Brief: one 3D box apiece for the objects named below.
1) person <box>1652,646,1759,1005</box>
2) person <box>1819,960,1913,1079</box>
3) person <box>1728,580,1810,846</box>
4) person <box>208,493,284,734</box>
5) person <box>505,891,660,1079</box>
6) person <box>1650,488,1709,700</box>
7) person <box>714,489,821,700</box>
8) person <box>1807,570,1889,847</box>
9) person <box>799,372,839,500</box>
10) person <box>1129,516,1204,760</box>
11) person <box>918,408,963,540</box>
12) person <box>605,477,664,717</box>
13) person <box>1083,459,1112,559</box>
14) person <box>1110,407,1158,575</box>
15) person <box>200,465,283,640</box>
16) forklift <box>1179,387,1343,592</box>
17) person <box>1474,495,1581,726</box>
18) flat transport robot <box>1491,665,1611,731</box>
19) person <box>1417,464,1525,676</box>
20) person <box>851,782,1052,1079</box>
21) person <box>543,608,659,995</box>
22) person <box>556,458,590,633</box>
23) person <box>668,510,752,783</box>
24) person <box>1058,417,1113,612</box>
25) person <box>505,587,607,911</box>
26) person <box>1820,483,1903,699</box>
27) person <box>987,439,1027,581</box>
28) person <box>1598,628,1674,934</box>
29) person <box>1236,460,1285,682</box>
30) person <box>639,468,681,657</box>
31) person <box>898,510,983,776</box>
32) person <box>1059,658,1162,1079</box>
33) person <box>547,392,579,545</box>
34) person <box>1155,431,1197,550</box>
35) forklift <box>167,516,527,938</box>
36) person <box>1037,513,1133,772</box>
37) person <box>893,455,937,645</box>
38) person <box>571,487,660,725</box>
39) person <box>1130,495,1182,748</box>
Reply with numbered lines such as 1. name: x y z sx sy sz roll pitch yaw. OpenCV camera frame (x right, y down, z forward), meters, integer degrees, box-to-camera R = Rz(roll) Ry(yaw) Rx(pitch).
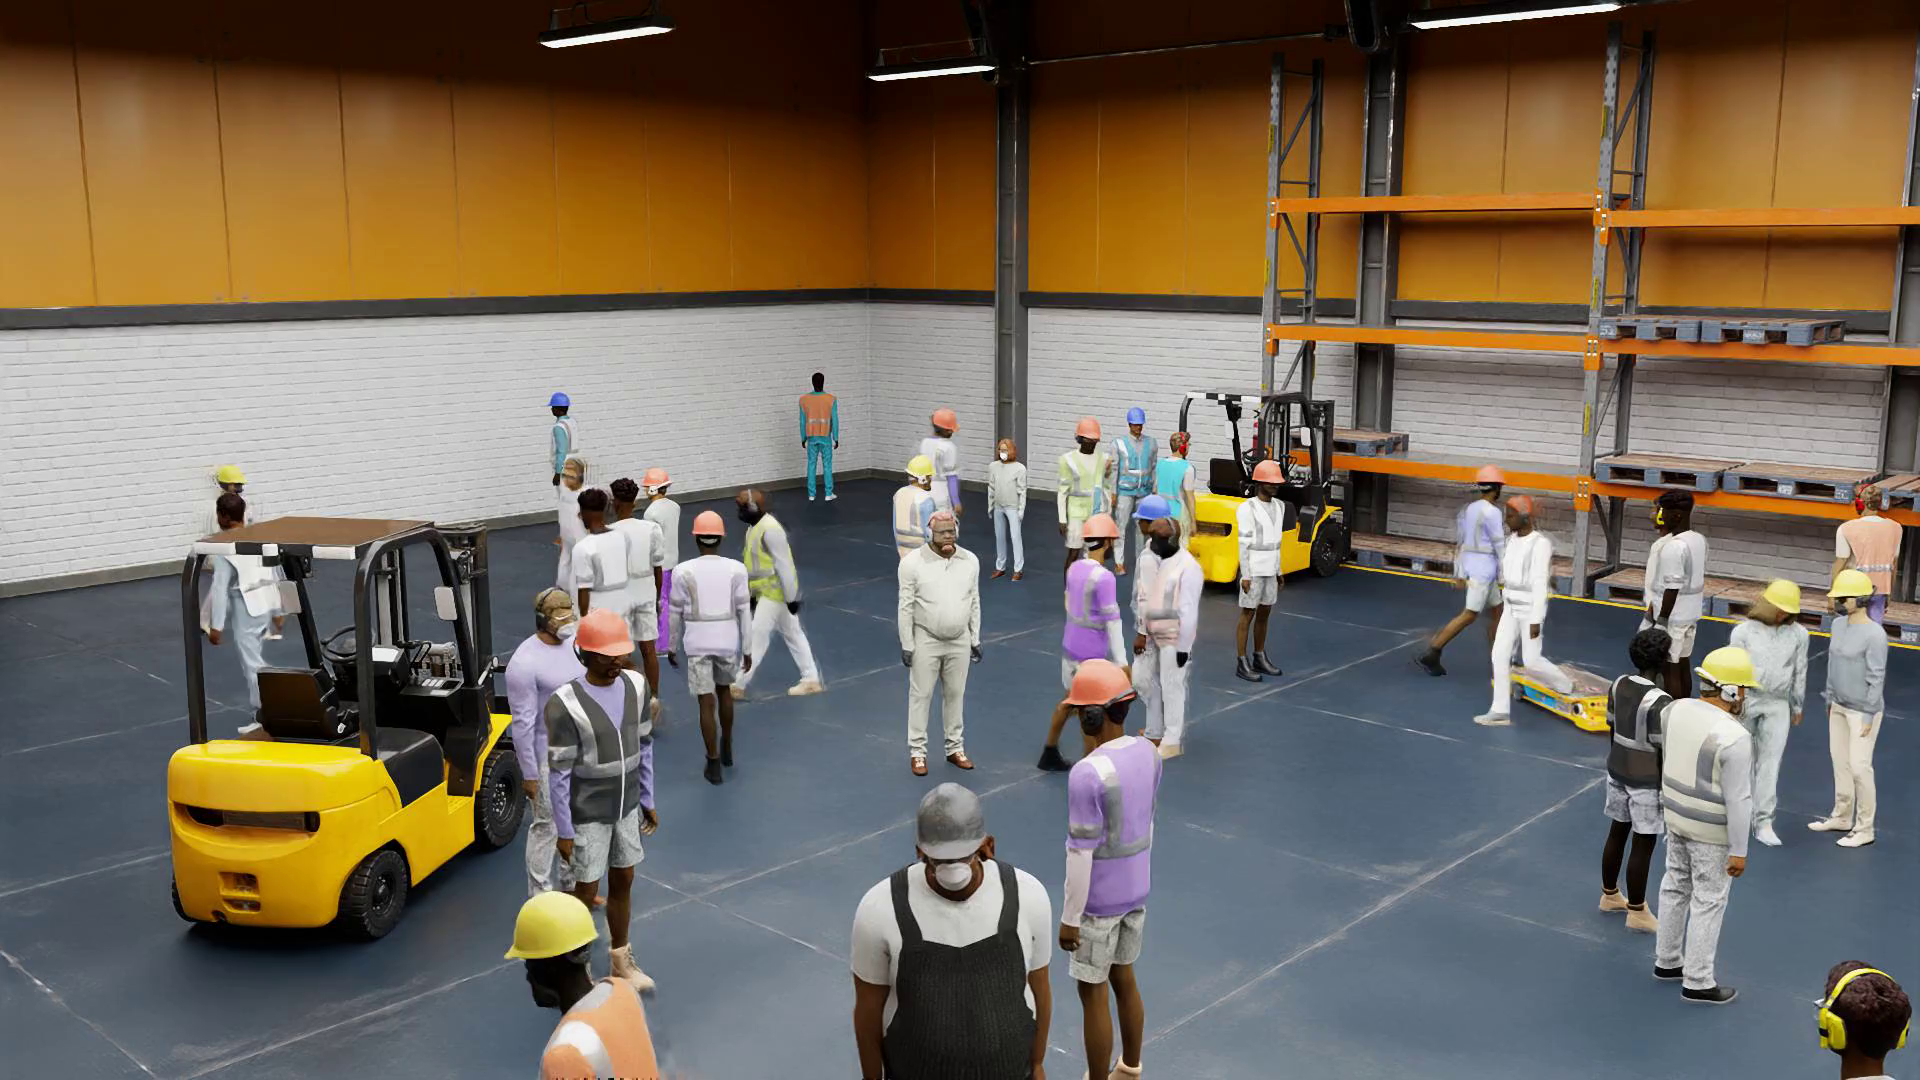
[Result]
1. person: 3.730 1.418 8.309 0.403 1.820 0.603 -2 10 -13
2. person: 2.400 2.059 4.546 0.510 1.861 0.324 -2 10 -11
3. person: 5.200 1.059 10.751 0.496 1.676 0.896 2 10 13
4. person: -5.489 0.580 12.847 0.444 1.899 0.611 2 10 10
5. person: -0.986 1.977 5.078 1.040 1.849 0.596 3 10 14
6. person: 5.450 0.576 12.688 0.364 1.961 0.604 9 13 41
7. person: -1.629 0.459 13.908 0.980 1.768 0.642 -3 10 -14
8. person: 5.636 1.056 10.544 0.354 1.758 0.541 -1 10 -5
9. person: -2.106 -1.544 24.878 0.592 1.922 0.392 1 10 6
10. person: 1.518 0.718 12.257 0.444 1.823 0.644 -6 12 -33
11. person: -0.263 -0.458 18.432 0.463 2.014 0.711 -8 13 -38
12. person: -2.635 0.479 13.231 0.603 1.966 0.368 -8 13 -38
13. person: 1.414 -0.079 17.377 0.331 1.630 0.532 2 10 13
14. person: 2.011 -0.568 19.240 0.614 1.947 0.388 -3 10 -17
15. person: -7.049 0.113 16.027 0.933 1.717 0.521 0 10 3
16. forklift: 3.298 -0.608 18.767 1.214 2.155 2.313 9 13 42
17. person: 4.514 0.554 13.120 0.829 1.846 0.598 -3 10 -14
18. flat transport robot: 5.025 1.260 13.600 0.652 0.197 1.431 -3 10 -14
19. person: 4.534 0.275 14.639 0.997 1.886 0.573 0 10 1
20. person: -0.016 1.774 5.642 0.689 2.000 0.540 -1 10 -7
21. person: -1.743 1.327 8.233 0.421 2.035 0.605 8 13 39
22. person: -3.591 0.101 15.780 0.557 1.819 0.487 8 13 40
23. person: -1.809 0.738 11.924 0.559 1.901 0.801 -4 11 -22
24. person: 1.314 -0.257 17.208 0.614 2.038 0.396 -4 11 -21
25. person: -2.253 1.200 9.251 0.367 1.926 0.637 4 11 22
26. person: 7.467 0.457 13.731 0.562 1.836 0.387 -1 10 -8
27. person: 0.535 -0.346 18.904 0.501 1.629 0.288 7 12 34
28. person: 3.777 1.318 9.216 0.315 1.696 0.541 -2 10 -10
29. person: 2.653 0.259 14.558 0.543 1.939 0.371 -8 13 -39
30. person: -2.789 0.204 15.401 0.330 1.751 0.564 3 10 14
31. person: -0.129 0.732 11.958 0.636 1.911 0.406 -4 11 -22
32. person: 0.612 1.511 7.180 0.411 2.033 0.613 7 12 36
33. person: -5.032 -0.907 21.166 0.389 1.949 0.603 1 10 5
34. person: 2.279 -0.226 17.585 0.382 1.845 0.571 -7 12 -34
35. forklift: -3.583 0.976 9.748 1.214 2.155 2.313 2 10 11
36. person: 0.903 0.785 11.588 0.515 1.937 0.776 -3 10 -18
37. person: -0.388 0.113 15.693 0.404 1.829 0.600 -7 12 -33
38. person: -2.721 0.552 12.897 0.799 1.936 0.596 8 13 37
39. person: 1.461 0.626 12.440 0.384 1.950 0.602 5 11 25
